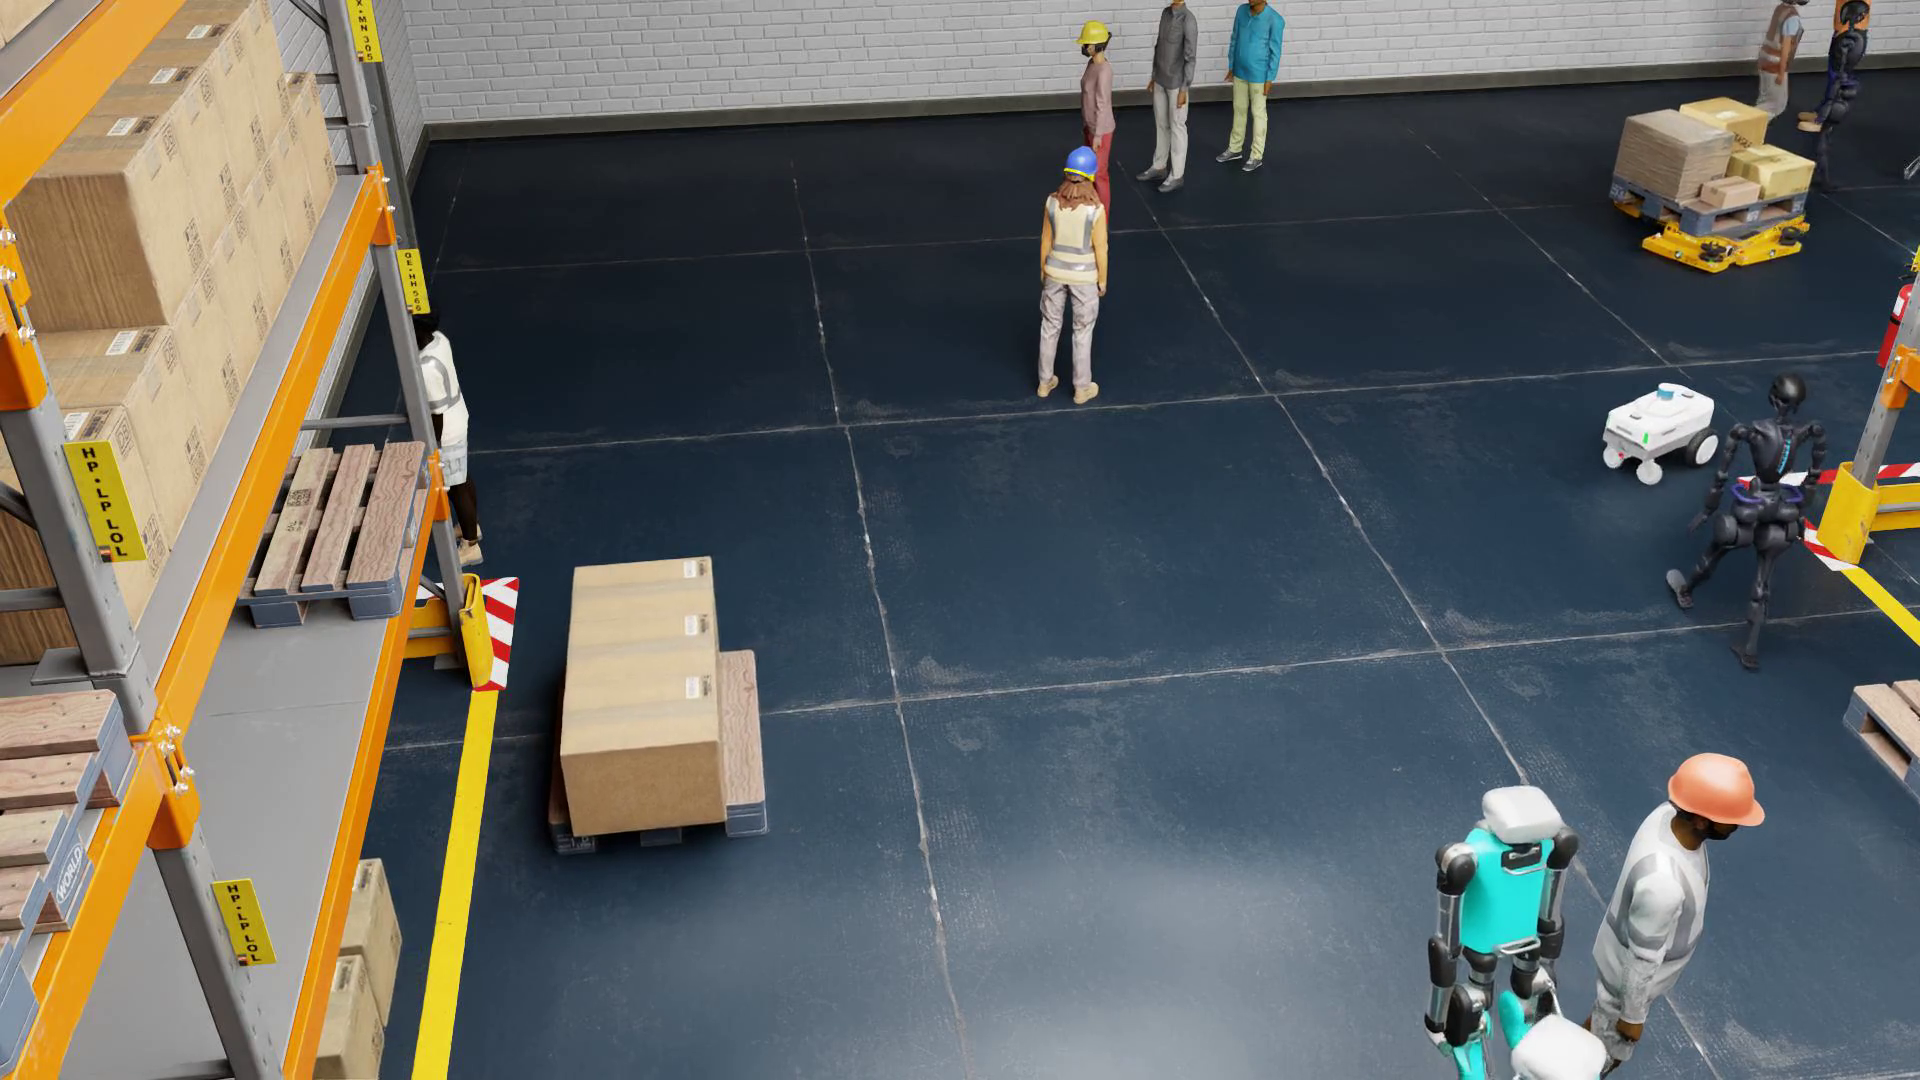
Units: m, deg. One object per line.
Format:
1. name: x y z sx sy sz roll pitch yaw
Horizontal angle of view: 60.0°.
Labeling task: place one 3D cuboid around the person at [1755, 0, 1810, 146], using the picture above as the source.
1. person: 7.445 -4.340 15.216 0.450 1.675 0.454 4 33 5

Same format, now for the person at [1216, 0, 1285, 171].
1. person: 2.615 -4.223 14.964 0.329 1.751 0.562 -24 40 -32

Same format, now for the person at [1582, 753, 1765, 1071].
1. person: 2.488 1.529 5.998 0.388 1.930 0.545 17 37 24

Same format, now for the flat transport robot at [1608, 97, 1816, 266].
1. flat transport robot: 6.265 -2.692 13.978 0.659 0.231 1.431 -15 36 -21

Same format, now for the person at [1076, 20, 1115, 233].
1. person: 1.097 -3.384 13.677 0.337 1.756 0.516 -5 33 -7

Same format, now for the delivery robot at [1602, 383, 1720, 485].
1. delivery robot: 4.514 -0.724 10.710 0.776 0.605 0.513 -20 38 -27

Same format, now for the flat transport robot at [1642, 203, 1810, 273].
1. flat transport robot: 6.367 -2.564 13.782 1.431 0.231 0.659 -23 39 -31

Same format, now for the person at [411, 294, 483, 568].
1. person: -2.969 -0.631 9.510 0.318 1.699 0.534 -6 34 -10

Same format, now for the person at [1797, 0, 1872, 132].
1. person: 8.367 -4.859 15.734 0.390 1.983 0.505 16 36 23

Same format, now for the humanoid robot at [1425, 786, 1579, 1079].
1. humanoid robot: 1.965 1.756 5.827 0.549 1.770 0.838 -11 35 -16

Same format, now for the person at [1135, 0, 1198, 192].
1. person: 1.852 -4.004 14.497 0.395 1.902 0.530 -17 37 -24

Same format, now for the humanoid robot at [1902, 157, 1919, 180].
1. humanoid robot: 8.854 -4.002 14.715 0.928 1.818 0.534 -4 33 -6

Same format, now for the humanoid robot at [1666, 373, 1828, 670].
1. humanoid robot: 4.232 -0.173 8.865 0.599 1.621 0.795 0 33 1

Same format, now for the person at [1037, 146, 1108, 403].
1. person: 0.765 -1.785 11.218 0.471 1.771 0.353 13 35 19

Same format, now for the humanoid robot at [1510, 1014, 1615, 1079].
1. humanoid robot: 1.607 2.084 5.310 1.010 1.736 0.558 26 41 34

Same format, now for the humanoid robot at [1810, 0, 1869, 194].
1. humanoid robot: 7.643 -3.855 14.484 0.345 1.653 0.598 20 38 27
